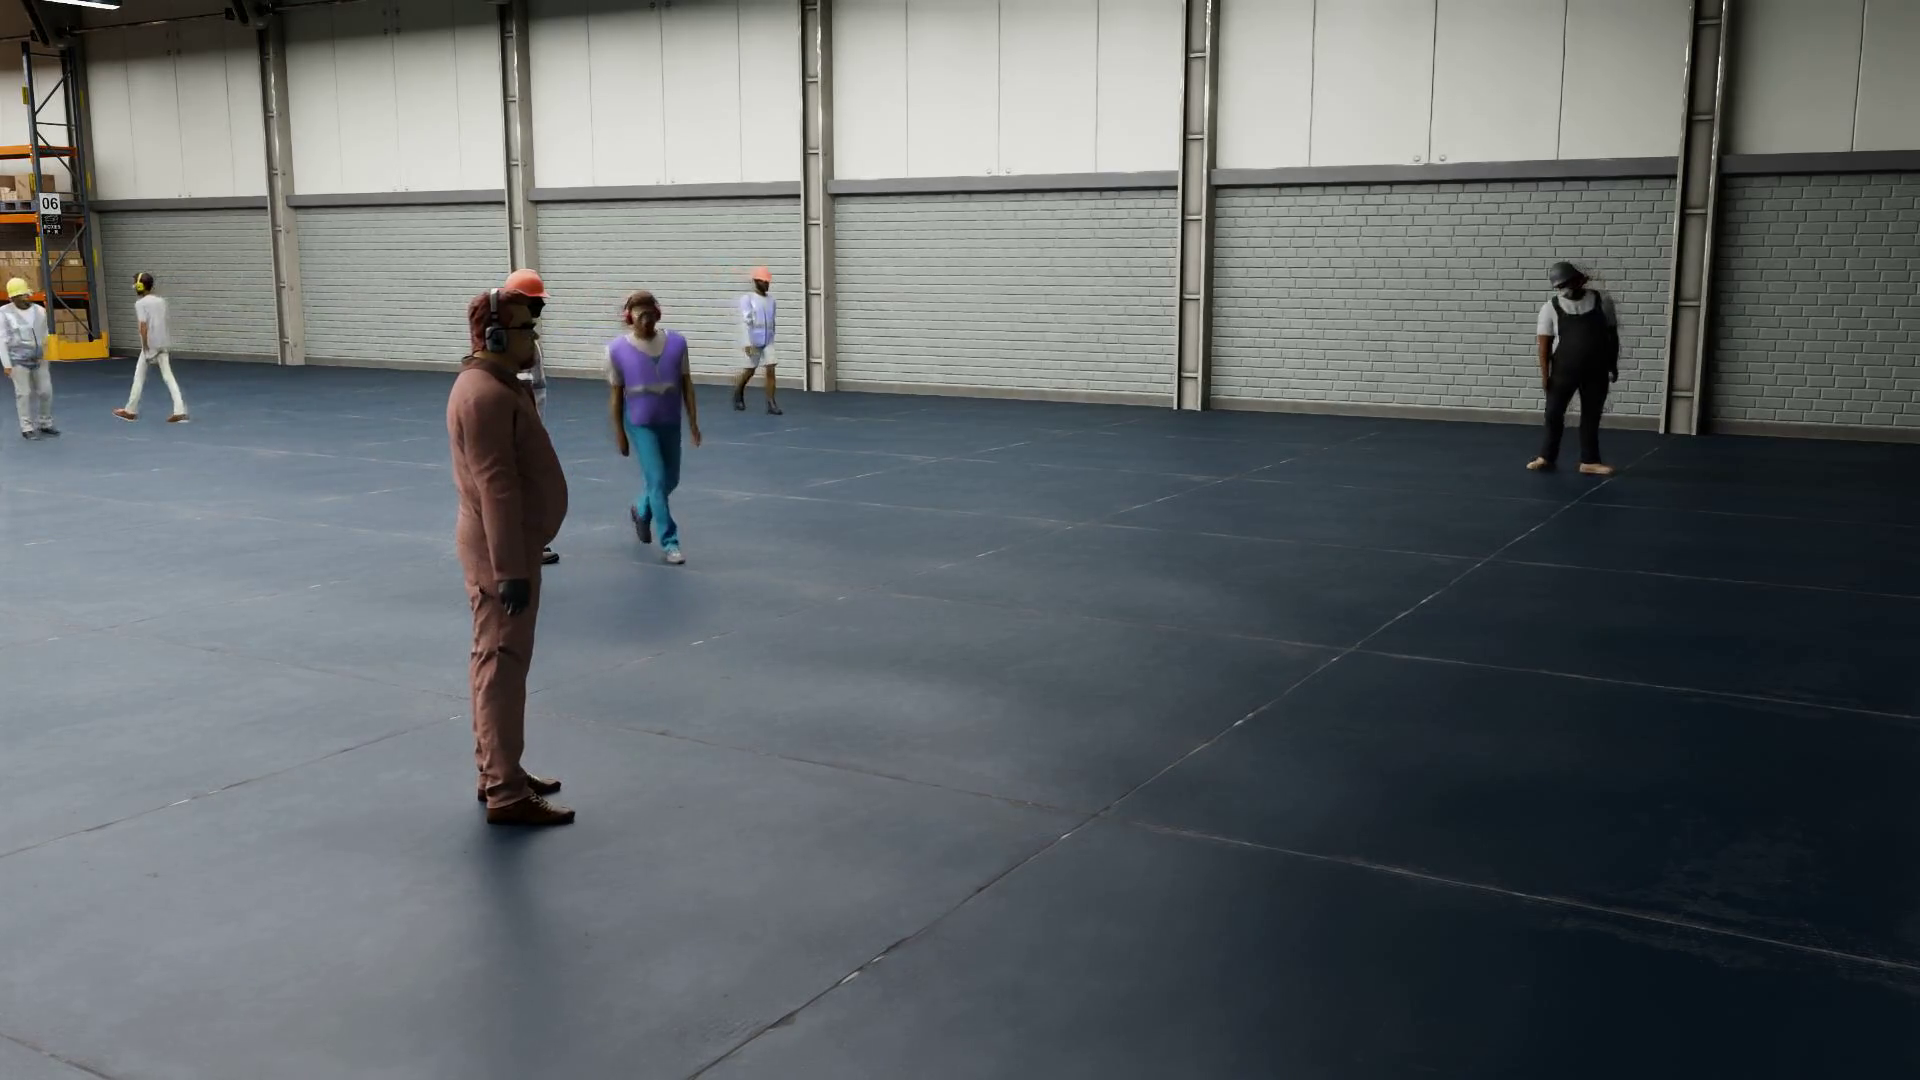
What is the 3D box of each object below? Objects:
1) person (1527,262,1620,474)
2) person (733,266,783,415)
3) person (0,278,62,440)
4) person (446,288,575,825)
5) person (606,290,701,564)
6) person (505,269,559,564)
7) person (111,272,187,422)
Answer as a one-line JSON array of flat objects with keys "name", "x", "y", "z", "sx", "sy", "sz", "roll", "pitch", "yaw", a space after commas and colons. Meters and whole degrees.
[{"name": "person", "x": 5.748, "y": -1.617, "z": 15.407, "sx": 0.767, "sy": 2.000, "sz": 0.534, "roll": 1, "pitch": 10, "yaw": 9}, {"name": "person", "x": -2.615, "y": -2.568, "z": 21.383, "sx": 0.552, "sy": 1.911, "sz": 0.852, "roll": -8, "pitch": 12, "yaw": -38}, {"name": "person", "x": -10.221, "y": -1.970, "z": 18.206, "sx": 0.482, "sy": 1.790, "sz": 0.617, "roll": 6, "pitch": 11, "yaw": 31}, {"name": "person", "x": -1.611, "y": 0.058, "z": 5.987, "sx": 0.406, "sy": 1.911, "sz": 0.636, "roll": -3, "pitch": 10, "yaw": -19}, {"name": "person", "x": -2.088, "y": -0.772, "z": 11.143, "sx": 0.599, "sy": 1.806, "sz": 0.811, "roll": -6, "pitch": 12, "yaw": -34}, {"name": "person", "x": -2.854, "y": -0.810, "z": 10.985, "sx": 0.373, "sy": 1.934, "sz": 0.551, "roll": -4, "pitch": 10, "yaw": -21}, {"name": "person", "x": -9.884, "y": -2.333, "z": 20.251, "sx": 0.981, "sy": 1.820, "sz": 0.516, "roll": 3, "pitch": 10, "yaw": 18}]
